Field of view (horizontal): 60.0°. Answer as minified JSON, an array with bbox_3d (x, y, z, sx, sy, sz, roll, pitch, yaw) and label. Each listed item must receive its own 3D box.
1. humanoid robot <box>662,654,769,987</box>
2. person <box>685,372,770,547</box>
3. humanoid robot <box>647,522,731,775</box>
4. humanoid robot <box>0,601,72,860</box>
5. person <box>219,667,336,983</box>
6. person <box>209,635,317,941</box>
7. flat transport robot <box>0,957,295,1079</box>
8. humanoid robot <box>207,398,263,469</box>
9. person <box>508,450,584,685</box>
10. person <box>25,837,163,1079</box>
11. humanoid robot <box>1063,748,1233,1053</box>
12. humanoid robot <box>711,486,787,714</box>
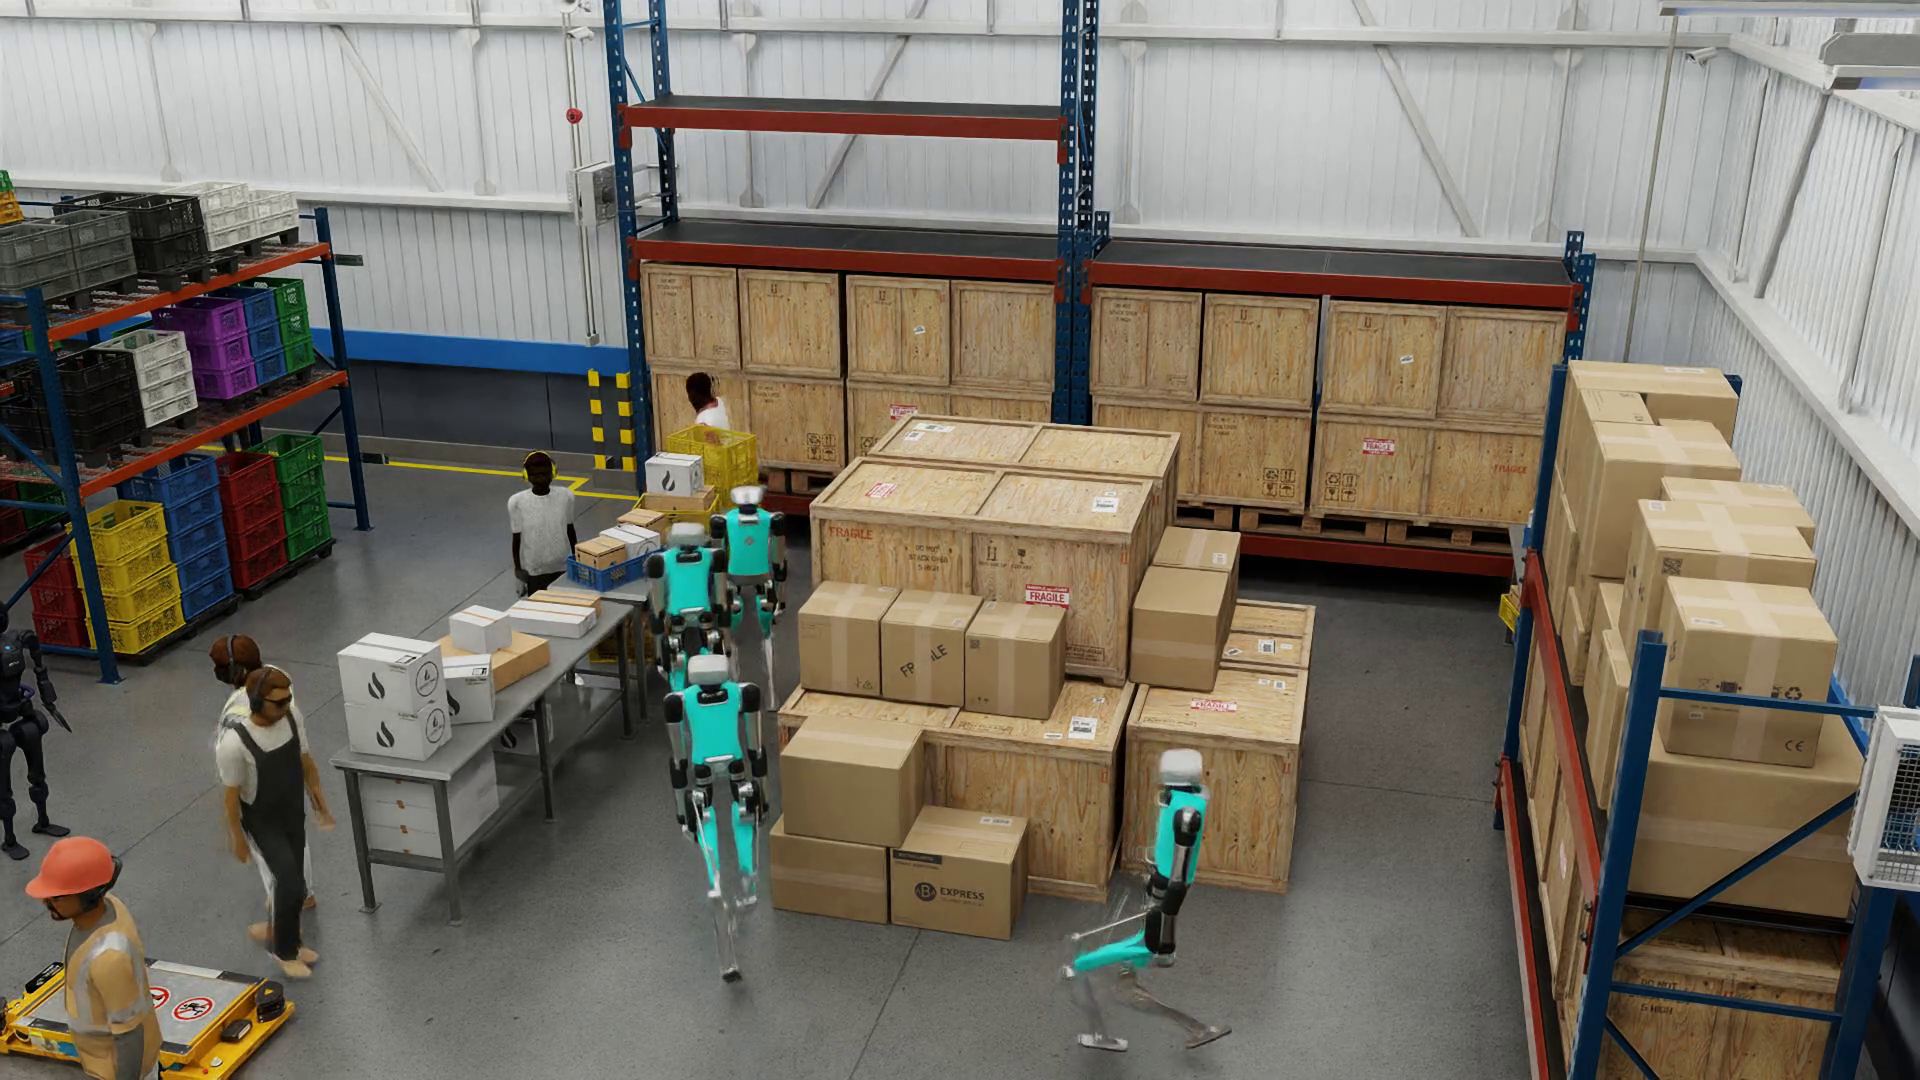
[{"bbox_3d":[-1.246,1.587,8.921,0.547,1.770,1.027,-5,22,-13],"label":"humanoid robot"},{"bbox_3d":[-2.079,-0.576,14.307,0.713,1.863,0.679,1,21,4],"label":"person"},{"bbox_3d":[-1.711,0.846,10.874,0.546,1.838,0.764,-7,22,-17],"label":"humanoid robot"},{"bbox_3d":[-5.766,1.113,10.140,0.315,1.657,0.599,10,23,24],"label":"humanoid robot"},{"bbox_3d":[-3.606,1.520,8.907,0.543,1.816,0.497,8,22,19],"label":"person"},{"bbox_3d":[-3.889,1.370,9.281,0.429,1.834,0.630,-1,21,-2],"label":"person"},{"bbox_3d":[-4.270,2.464,8.601,1.431,0.231,0.659,5,22,13],"label":"flat transport robot"},{"bbox_3d":[-7.216,-1.251,16.356,0.494,1.642,0.608,8,22,20],"label":"humanoid robot"},{"bbox_3d":[-3.016,0.229,12.204,0.507,1.872,0.332,-11,24,-27],"label":"person"},{"bbox_3d":[-3.536,2.143,6.953,0.366,2.048,0.606,-14,25,-32],"label":"person"},{"bbox_3d":[0.878,1.835,8.181,1.013,1.738,0.558,2,21,5],"label":"humanoid robot"},{"bbox_3d":[-1.508,0.380,11.920,0.544,1.746,0.693,-4,21,-9],"label":"humanoid robot"}]
